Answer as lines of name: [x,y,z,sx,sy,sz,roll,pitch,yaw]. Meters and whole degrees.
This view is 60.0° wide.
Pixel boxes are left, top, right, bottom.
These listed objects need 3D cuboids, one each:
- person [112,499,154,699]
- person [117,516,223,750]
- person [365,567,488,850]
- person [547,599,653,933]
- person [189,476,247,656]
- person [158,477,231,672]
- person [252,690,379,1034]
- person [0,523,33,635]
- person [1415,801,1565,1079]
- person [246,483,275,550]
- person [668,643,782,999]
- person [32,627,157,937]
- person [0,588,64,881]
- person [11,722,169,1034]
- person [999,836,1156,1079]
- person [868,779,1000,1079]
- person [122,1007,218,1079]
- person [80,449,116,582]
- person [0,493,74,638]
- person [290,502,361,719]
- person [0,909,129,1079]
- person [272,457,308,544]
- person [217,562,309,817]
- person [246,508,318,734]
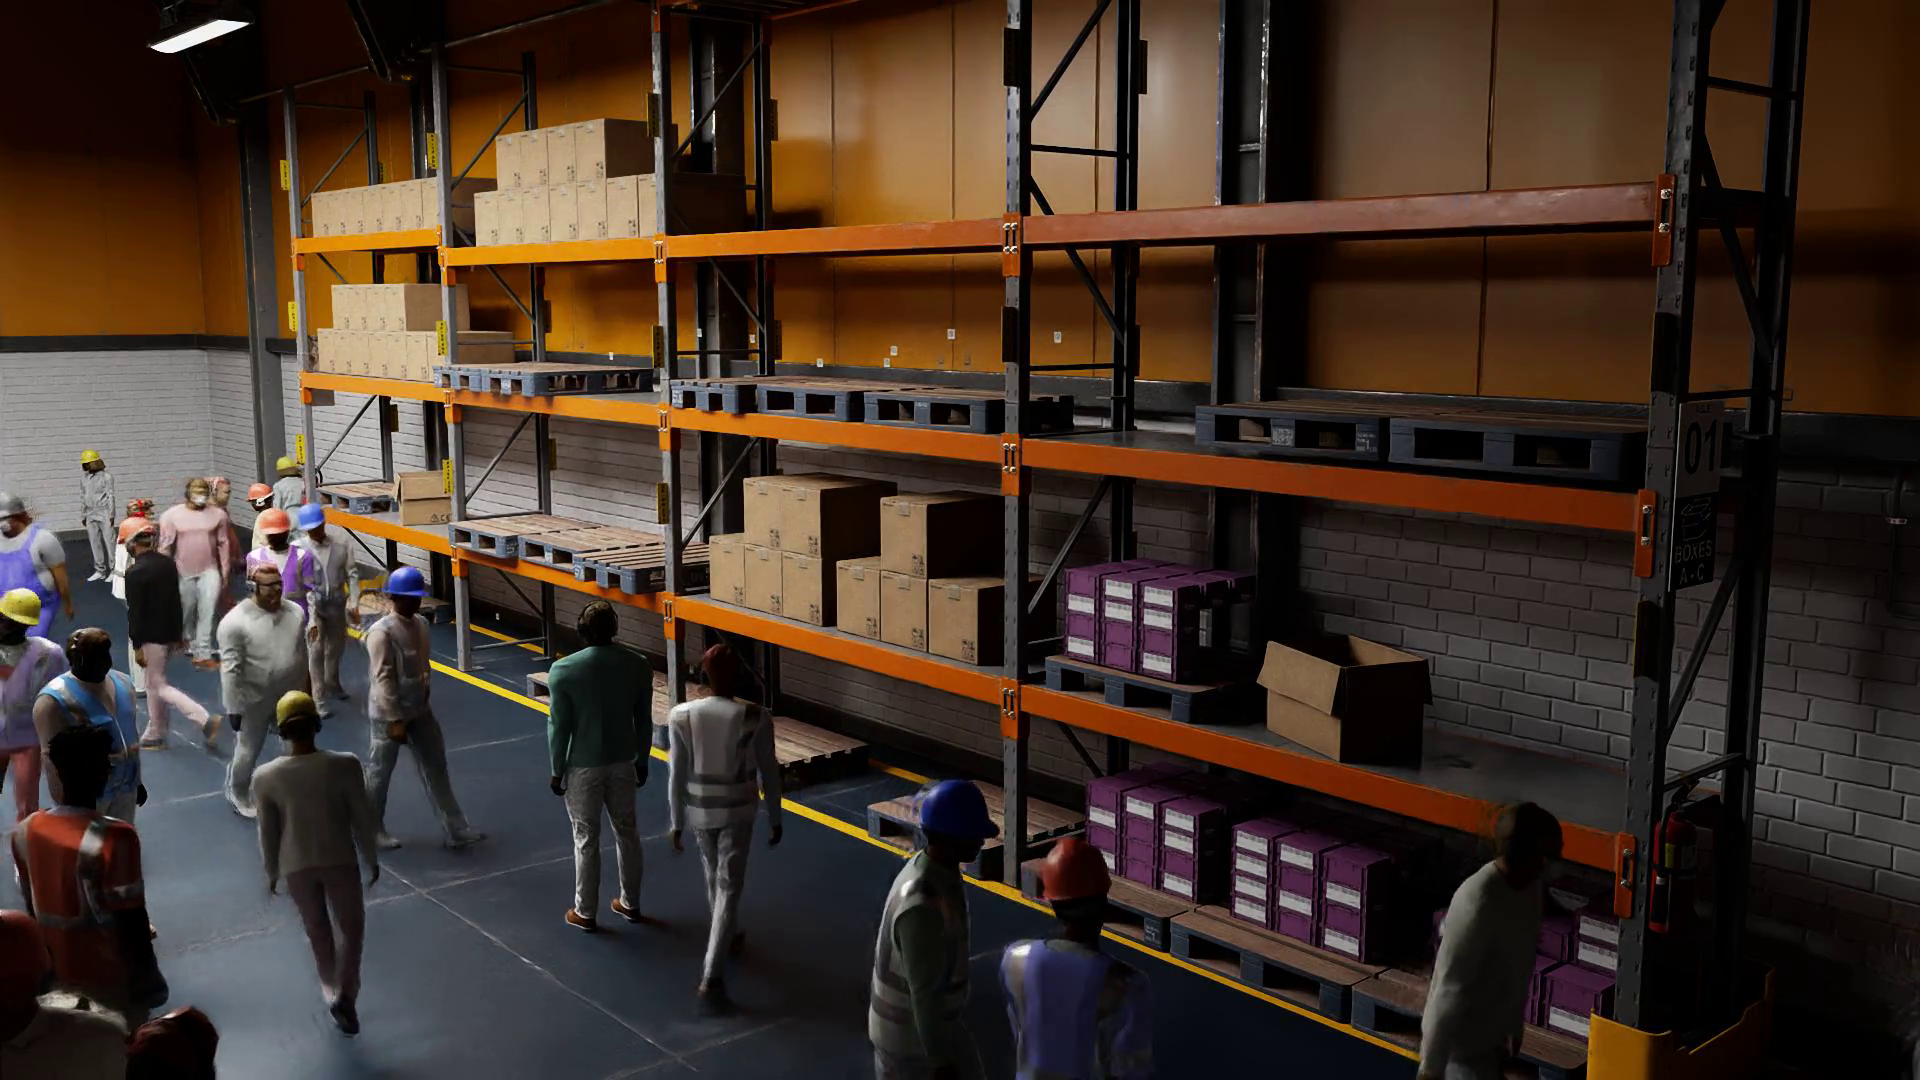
person: [-7.567,0.540,15.303,0.408,1.835,0.566,-6,10,-36]
person: [-6.356,0.769,13.327,0.777,1.954,0.668,1,8,5]
person: [-3.586,1.130,10.954,0.964,1.904,0.627,3,9,21]
person: [-2.079,1.306,9.674,0.627,1.933,0.370,-6,10,-35]
person: [-7.505,0.281,16.993,0.905,1.858,0.675,-2,8,-12]
person: [-7.568,0.337,16.464,0.688,1.904,0.675,-5,9,-30]
person: [-3.173,1.615,8.200,0.562,1.734,0.576,-2,8,-15]
person: [-9.931,0.336,17.399,0.309,1.641,0.514,6,10,36]
person: [1.929,1.849,6.103,0.901,1.886,0.650,5,10,32]
person: [-7.310,0.269,17.529,0.355,1.737,0.576,-1,8,-8]
person: [-1.261,1.468,8.869,0.584,1.842,0.975,1,8,6]
person: [-4.819,1.397,9.321,0.429,1.846,0.627,3,9,19]
person: [-5.885,1.228,10.347,0.639,1.889,0.432,-2,8,-15]
person: [-3.521,1.707,6.765,0.614,1.959,0.374,3,9,22]
person: [0.436,1.916,5.487,0.574,1.917,0.512,4,9,25]
person: [-0.070,1.810,6.207,0.773,1.906,0.615,2,8,12]
person: [-1.947,2.104,4.312,0.582,1.877,0.363,2,8,14]
person: [-11.222,-0.318,21.630,0.494,1.730,0.324,2,8,11]
person: [-8.323,0.522,14.718,0.706,2.000,1.031,1,8,5]
person: [-5.687,0.586,14.736,0.624,1.916,0.754,-7,11,-39]
person: [-2.639,1.991,4.714,0.627,1.985,0.409,-3,9,-21]
person: [-8.391,-0.194,20.915,0.903,1.682,0.569,8,11,44]
person: [-4.810,1.069,11.542,0.993,1.867,0.653,7,11,40]
person: [-5.706,0.678,14.038,0.546,1.927,0.392,-3,9,-19]
